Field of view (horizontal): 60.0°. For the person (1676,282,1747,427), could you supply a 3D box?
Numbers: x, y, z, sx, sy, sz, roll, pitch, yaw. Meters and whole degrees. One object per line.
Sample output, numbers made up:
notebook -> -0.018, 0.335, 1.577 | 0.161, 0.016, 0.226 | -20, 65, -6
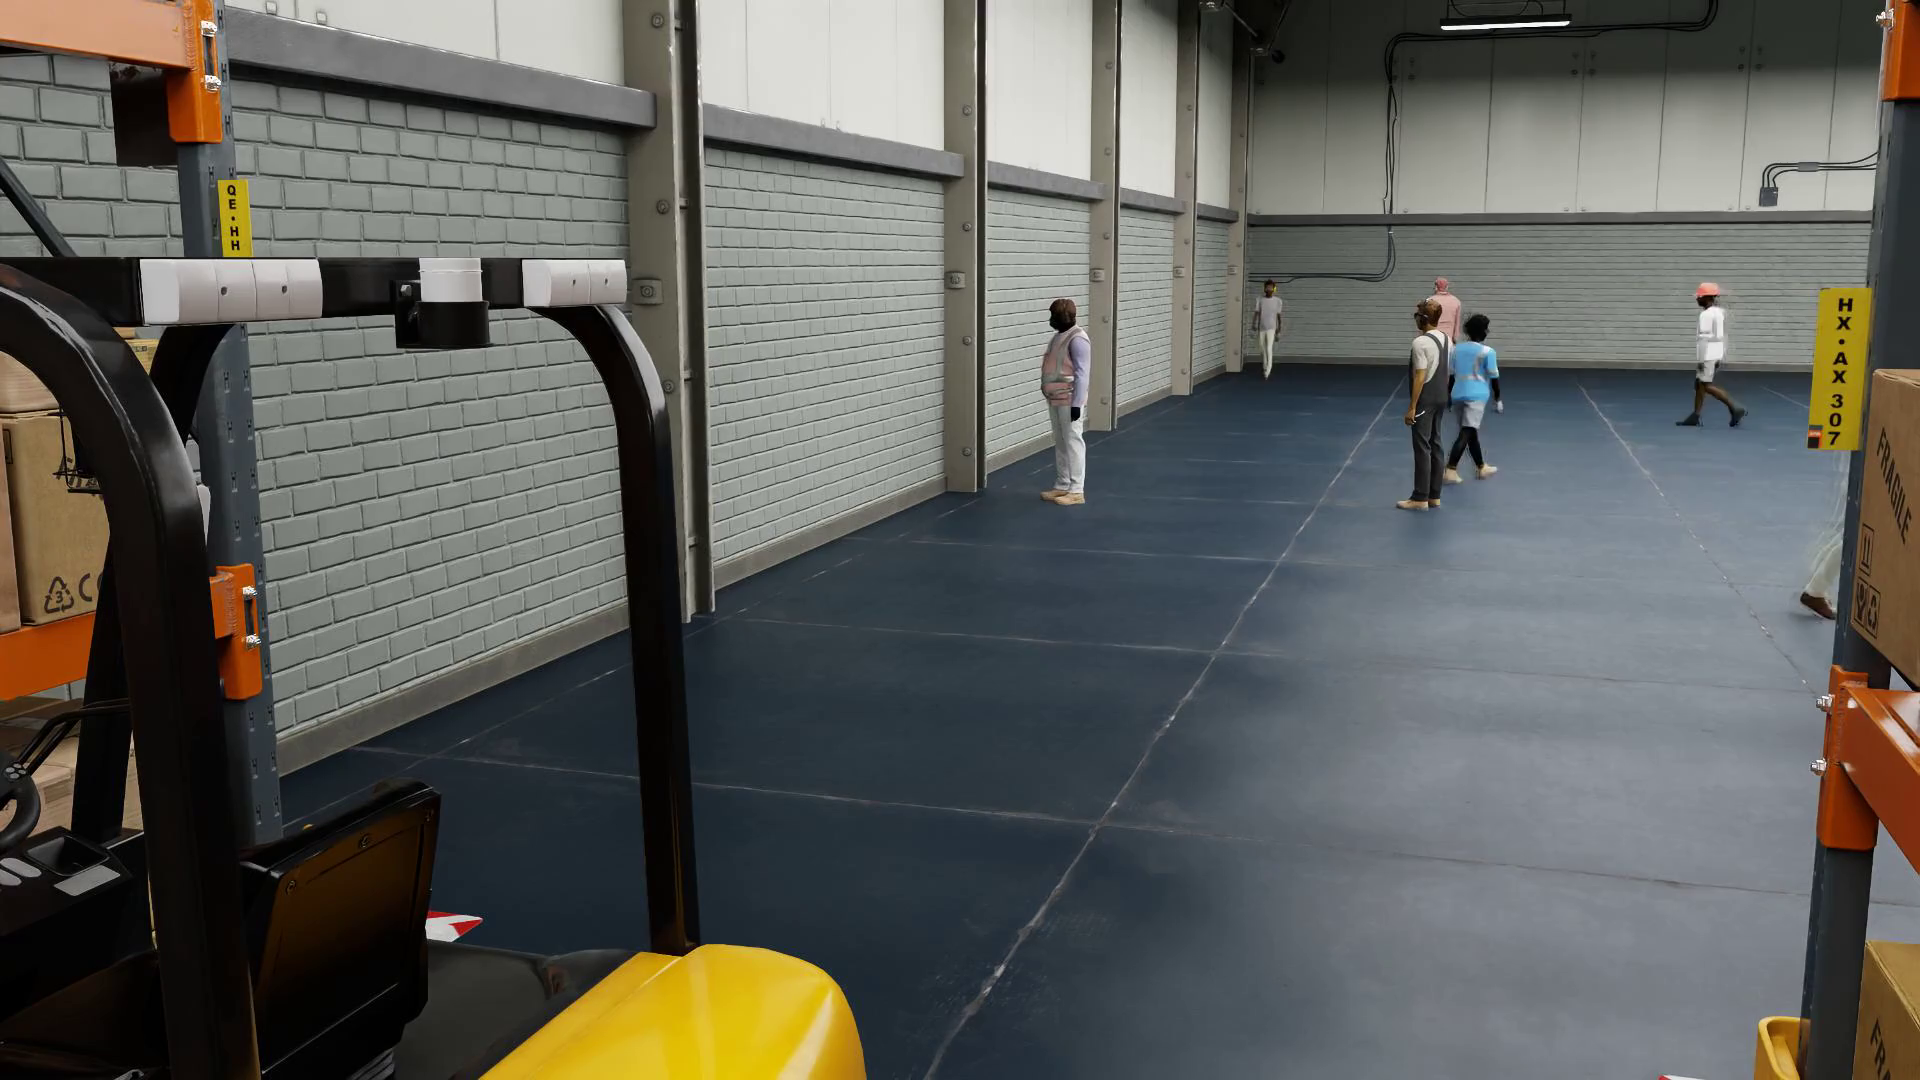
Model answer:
person -> 9.818, -2.392, 21.603 | 0.830, 1.913, 0.551 | 8, 12, 40

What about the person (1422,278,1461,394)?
person -> 7.625, -3.214, 26.485 | 0.652, 1.904, 0.403 | -3, 10, -15

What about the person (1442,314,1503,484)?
person -> 5.031, -1.376, 16.279 | 0.872, 1.645, 0.543 | -6, 11, -30

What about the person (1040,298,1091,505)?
person -> 0.937, -1.238, 14.913 | 0.428, 1.840, 0.631 | -3, 10, -17

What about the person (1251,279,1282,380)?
person -> 5.661, -3.878, 30.643 | 0.526, 1.844, 0.797 | 4, 10, 21

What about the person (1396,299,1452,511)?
person -> 4.068, -1.177, 14.529 | 0.345, 1.846, 0.506 | 9, 13, 44

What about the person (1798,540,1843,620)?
person -> 5.495, -0.365, 9.793 | 0.528, 1.827, 1.007 | -7, 12, -37
